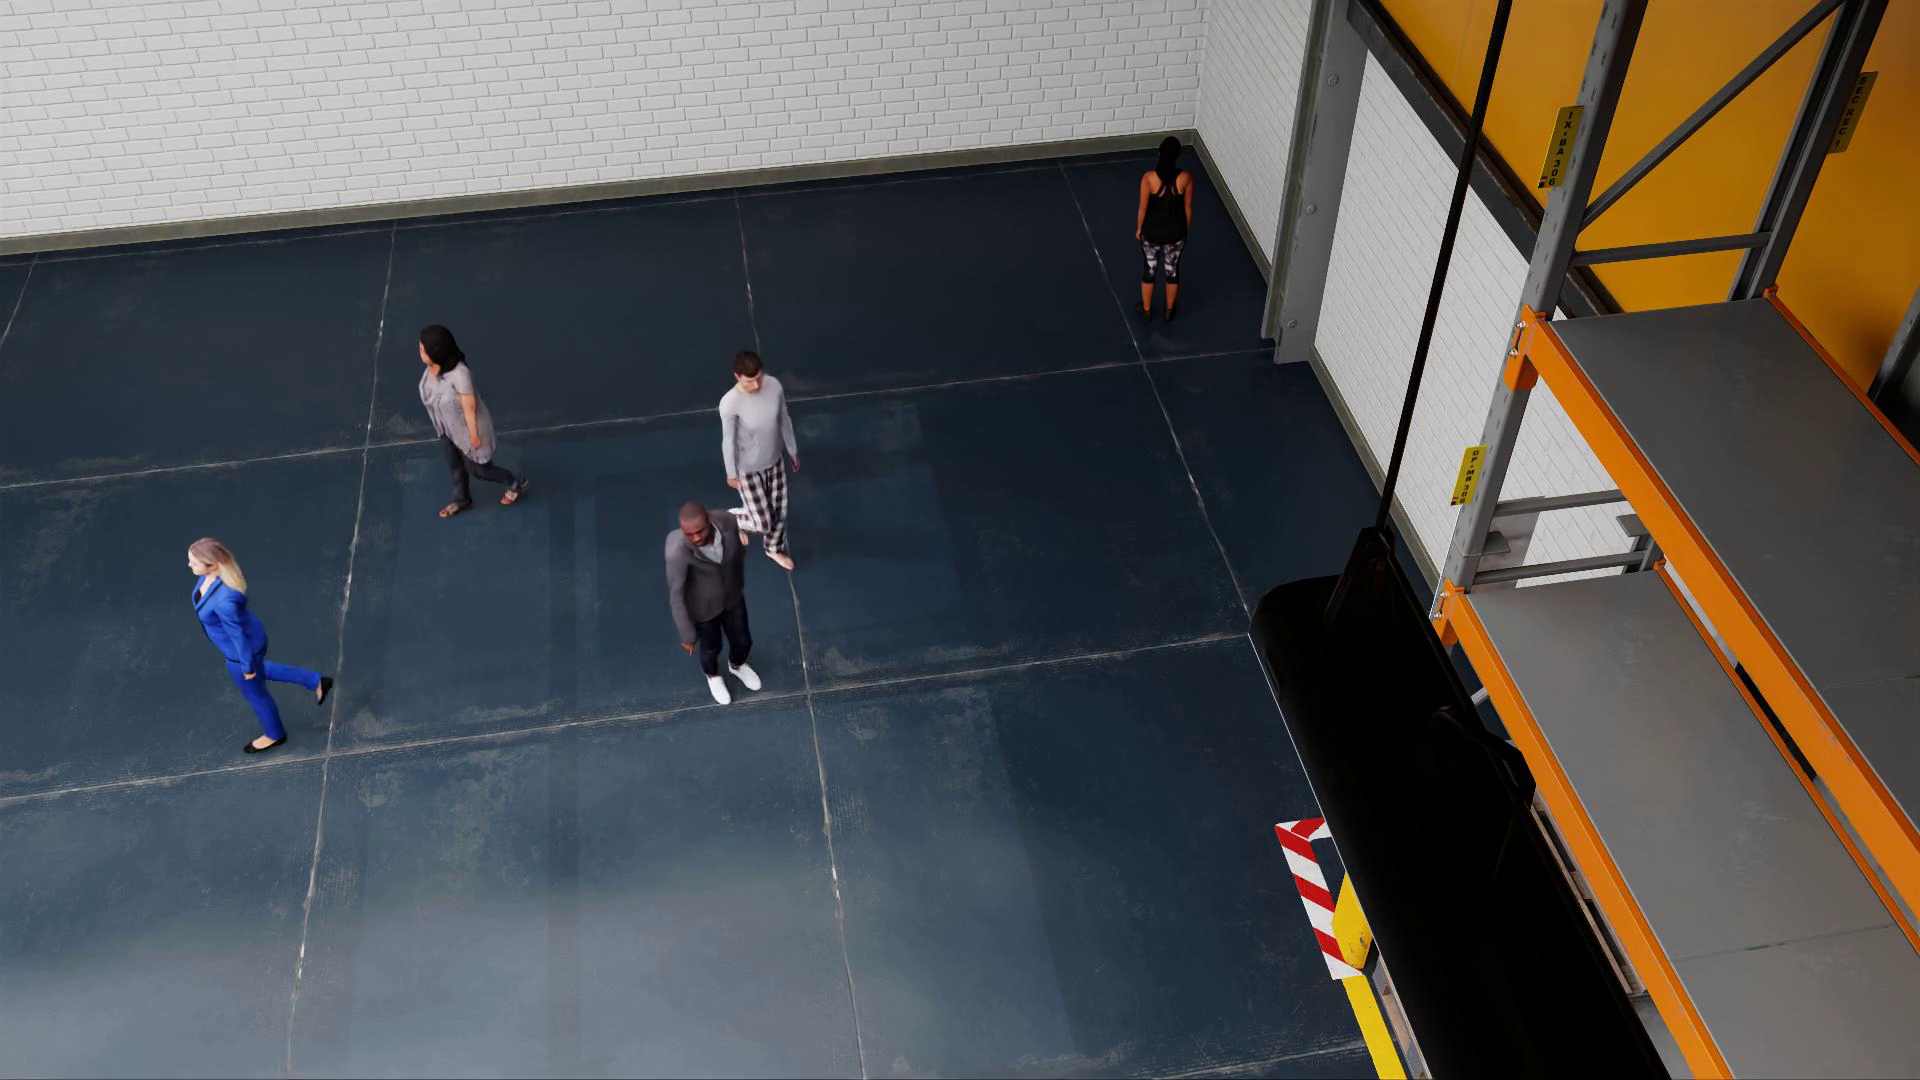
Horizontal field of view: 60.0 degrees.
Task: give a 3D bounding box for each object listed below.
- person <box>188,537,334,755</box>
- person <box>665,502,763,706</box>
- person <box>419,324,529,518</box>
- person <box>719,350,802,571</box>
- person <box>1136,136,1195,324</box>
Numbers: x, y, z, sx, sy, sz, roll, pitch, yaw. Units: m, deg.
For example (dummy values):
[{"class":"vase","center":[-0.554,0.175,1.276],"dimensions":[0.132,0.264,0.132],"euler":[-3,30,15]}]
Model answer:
[{"class":"person","center":[-4.168,0.591,9.891],"dimensions":[0.821,1.689,0.872],"euler":[-18,47,-18]},{"class":"person","center":[-1.517,0.334,10.100],"dimensions":[0.854,1.773,0.864],"euler":[30,51,28]},{"class":"person","center":[-3.371,-0.841,11.461],"dimensions":[0.916,1.598,0.925],"euler":[-29,51,-27]},{"class":"person","center":[-1.385,-0.564,11.001],"dimensions":[0.862,1.830,0.935],"euler":[-34,53,-30]},{"class":"person","center":[1.606,-2.451,13.106],"dimensions":[0.609,1.659,0.552],"euler":[-1,44,-1]}]
